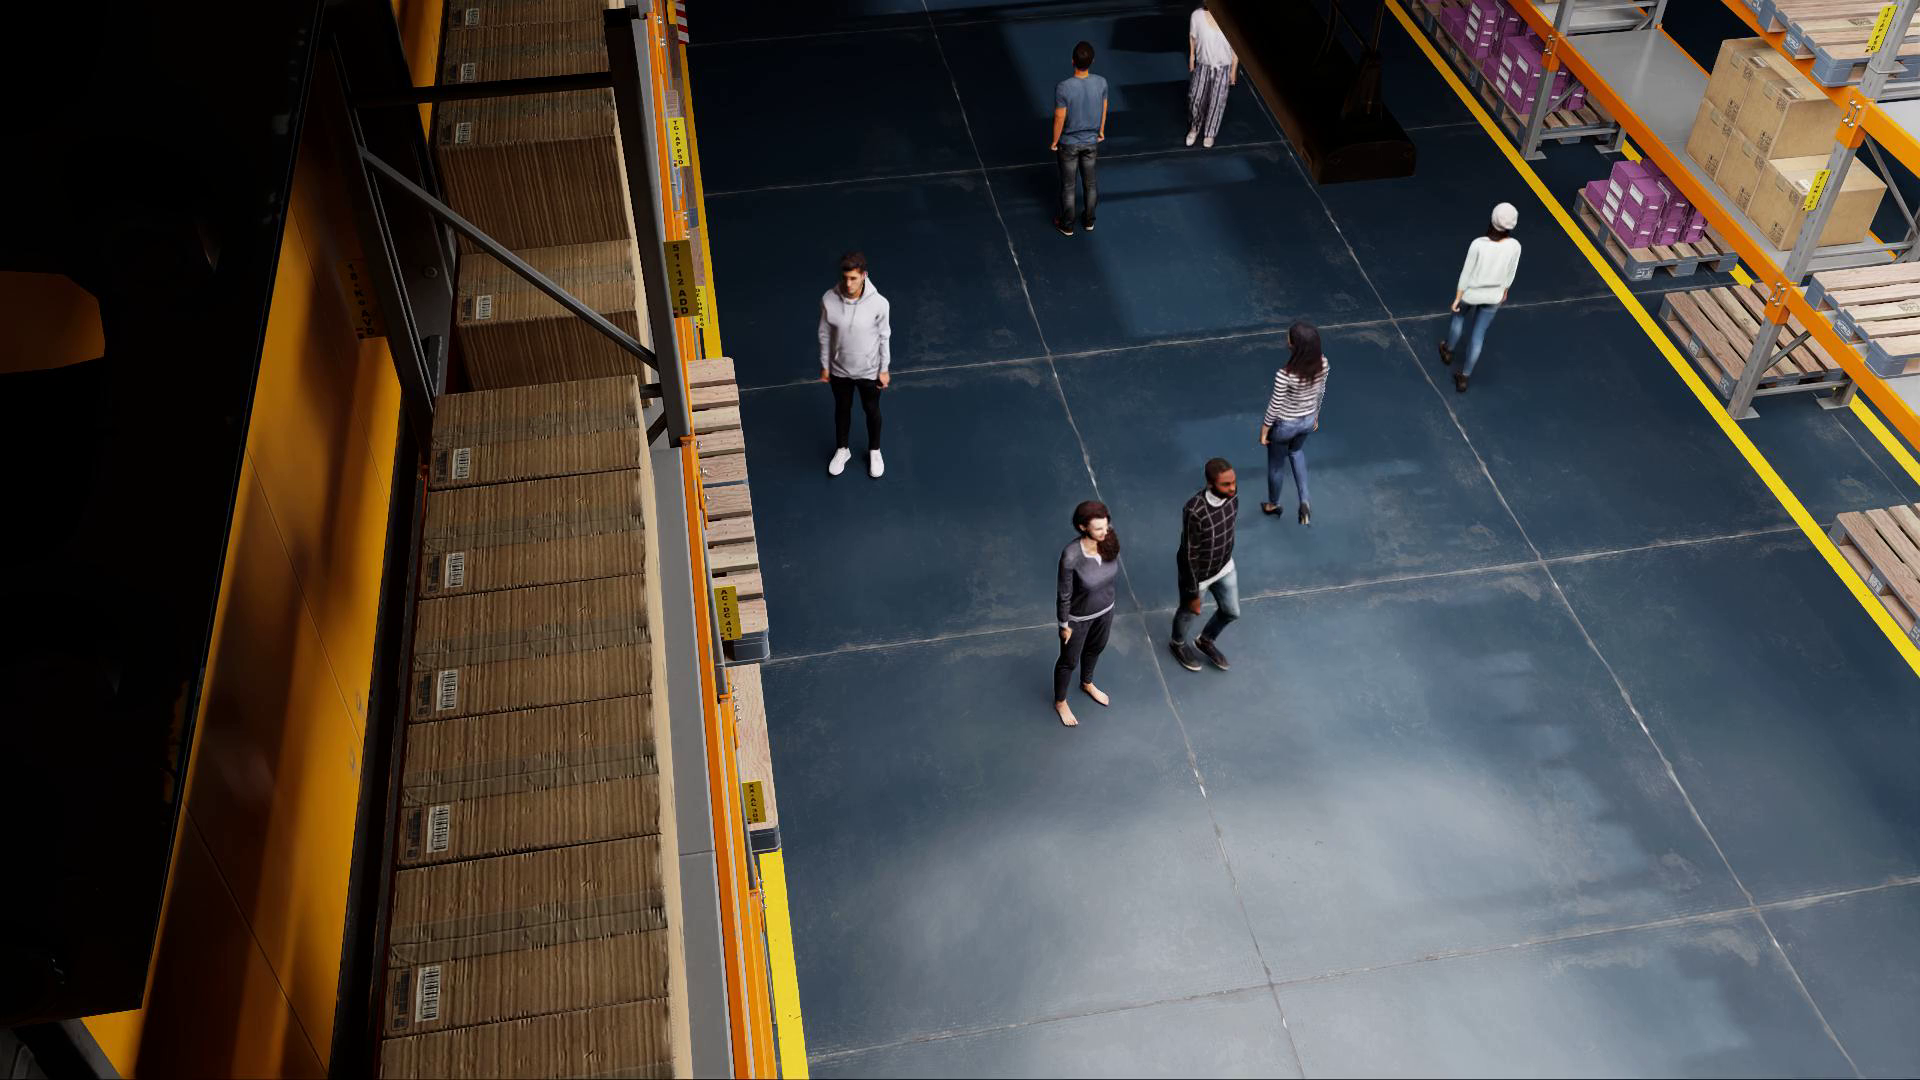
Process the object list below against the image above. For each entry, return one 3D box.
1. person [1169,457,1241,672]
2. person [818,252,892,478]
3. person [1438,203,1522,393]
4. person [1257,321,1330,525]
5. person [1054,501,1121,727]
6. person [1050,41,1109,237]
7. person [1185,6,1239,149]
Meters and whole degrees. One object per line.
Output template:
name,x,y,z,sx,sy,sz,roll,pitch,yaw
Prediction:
person,1.512,0.130,10.770,0.797,1.805,0.826,-27,50,-25
person,-0.763,-1.302,12.184,0.741,1.929,0.688,4,44,4
person,4.084,-1.864,12.995,0.727,1.626,0.910,2,44,2
person,2.381,-0.746,11.707,0.727,1.782,0.832,-19,47,-19
person,0.793,0.434,10.479,0.692,1.768,0.688,-30,51,-28
person,1.047,-3.518,14.596,0.687,1.810,0.589,-13,45,-14
person,2.417,-4.524,15.759,0.806,1.664,0.835,10,45,11
